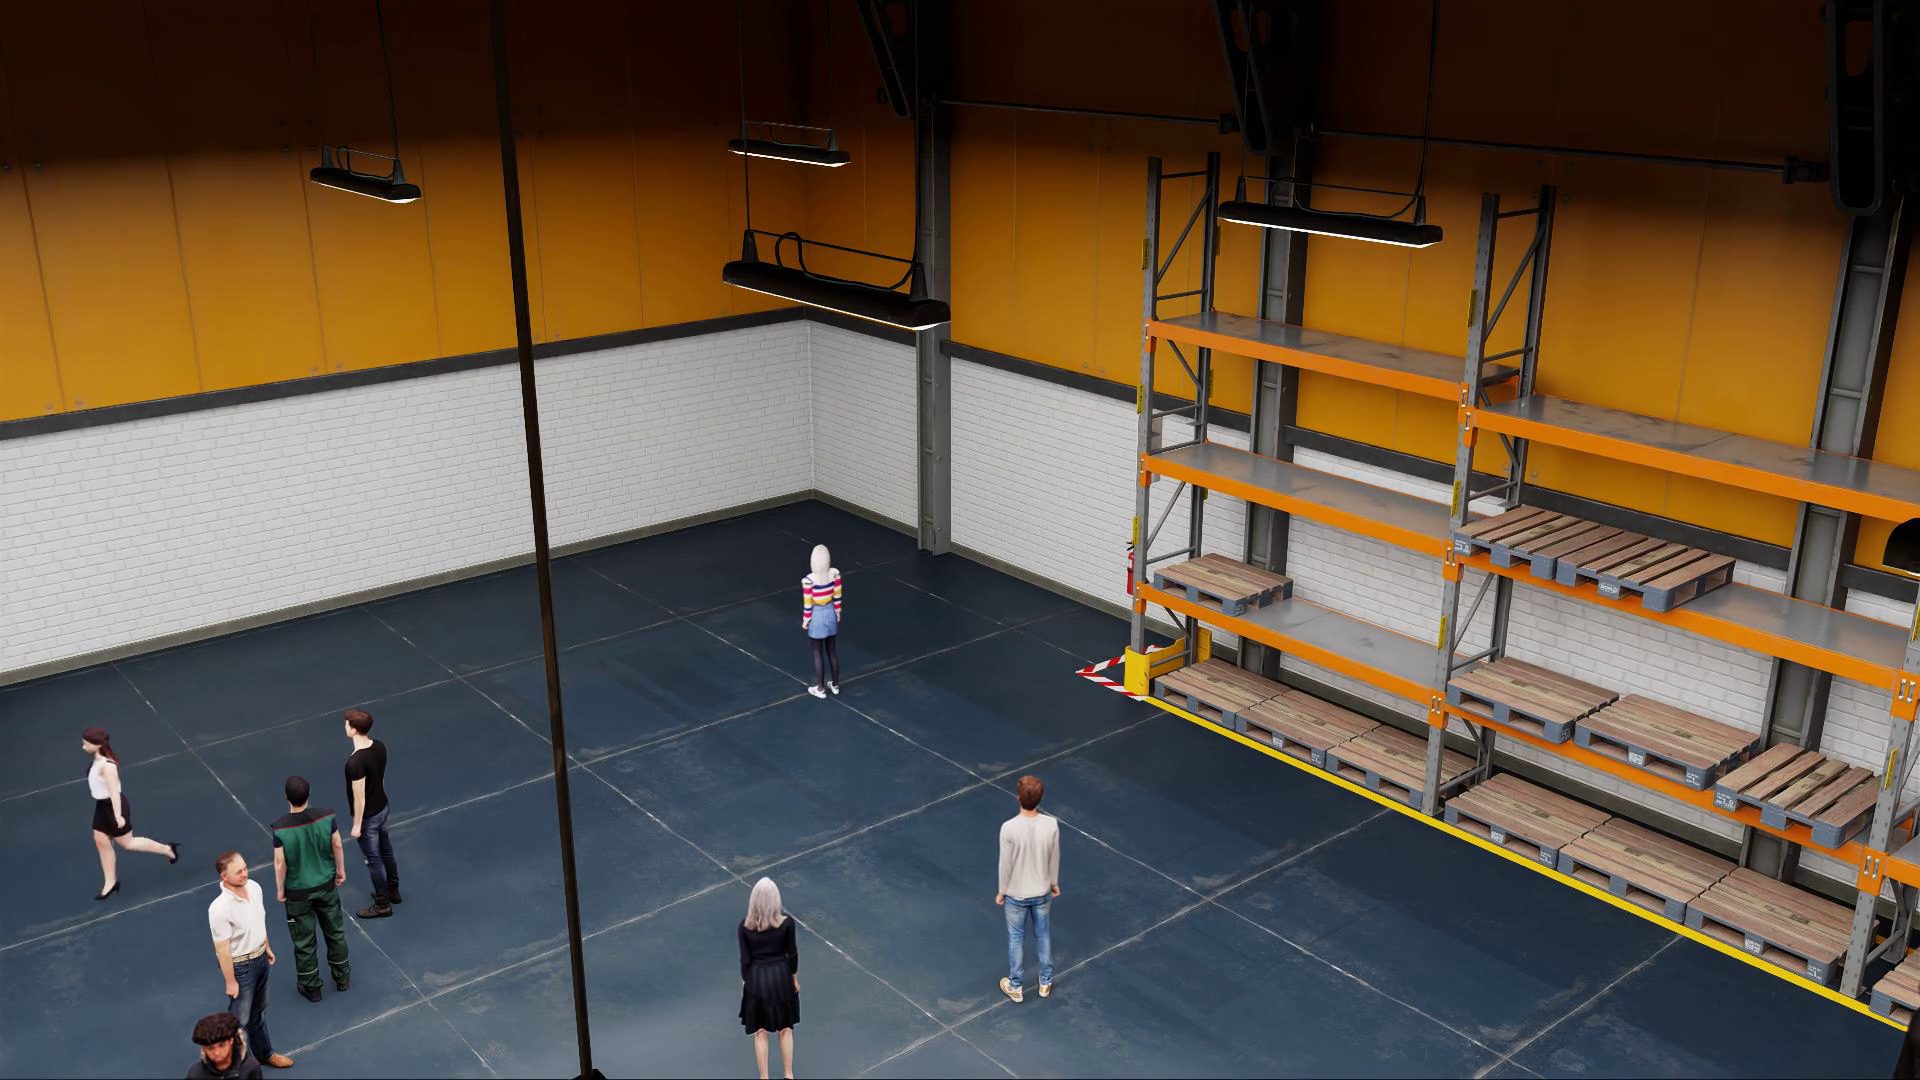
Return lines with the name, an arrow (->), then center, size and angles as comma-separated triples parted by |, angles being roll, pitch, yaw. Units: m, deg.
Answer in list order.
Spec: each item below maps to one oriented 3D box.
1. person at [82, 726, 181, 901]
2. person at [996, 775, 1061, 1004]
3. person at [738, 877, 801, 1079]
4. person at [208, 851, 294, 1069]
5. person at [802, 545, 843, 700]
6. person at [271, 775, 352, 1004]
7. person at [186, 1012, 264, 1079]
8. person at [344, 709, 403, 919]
person -> -7.378, 2.376, 14.662 | 0.614, 1.628, 0.899 | -15, 24, -38
person -> 0.539, 2.750, 13.121 | 0.753, 1.903, 0.729 | -5, 19, -13
person -> -1.374, 3.219, 11.974 | 0.696, 1.746, 0.714 | -4, 19, -11
person -> -5.247, 3.097, 12.161 | 0.775, 1.856, 0.751 | 5, 19, 14
person -> -1.546, 0.900, 18.761 | 0.669, 1.808, 0.536 | -13, 22, -33
person -> -5.146, 2.735, 13.169 | 0.679, 1.900, 0.543 | -15, 23, -37
person -> -4.554, 3.731, 10.397 | 0.667, 1.781, 0.655 | -10, 21, -27
person -> -5.079, 2.343, 14.339 | 0.813, 1.896, 0.757 | 2, 19, 6
